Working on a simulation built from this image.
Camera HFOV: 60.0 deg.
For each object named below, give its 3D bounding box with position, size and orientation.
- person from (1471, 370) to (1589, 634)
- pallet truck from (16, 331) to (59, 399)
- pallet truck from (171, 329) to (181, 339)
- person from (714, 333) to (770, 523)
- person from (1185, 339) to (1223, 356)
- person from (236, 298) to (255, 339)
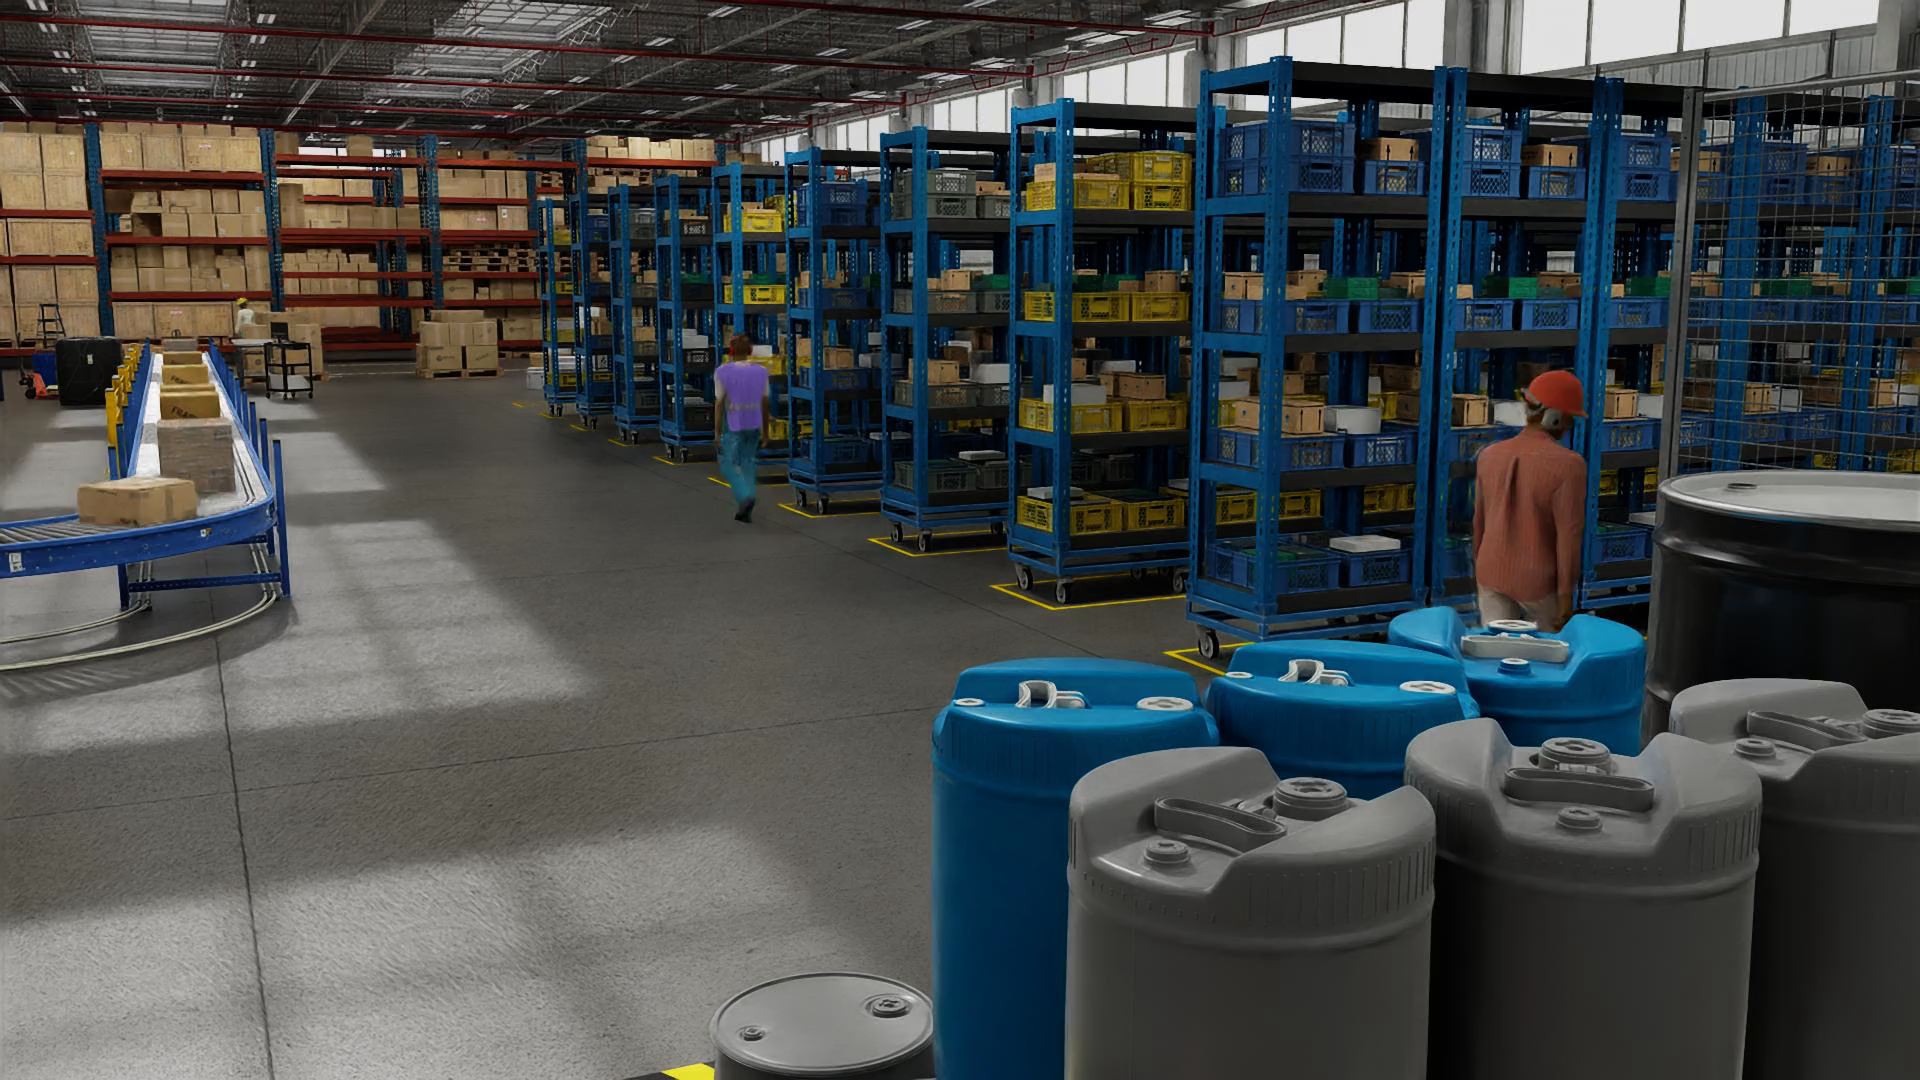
[{"bbox_3d":[2.719,0.181,7.834,0.827,1.944,0.651,-7,11,-36],"label":"person"},{"bbox_3d":[-17.082,-3.353,31.781,1.630,1.274,0.653,-4,10,-25],"label":"pallet truck"},{"bbox_3d":[-17.275,-3.851,35.096,1.601,1.201,0.680,0,9,1],"label":"pallet truck"},{"bbox_3d":[-2.082,-1.055,15.875,0.595,1.826,0.446,-6,11,-31],"label":"person"},{"bbox_3d":[3.319,-2.175,22.954,0.616,1.782,0.885,4,10,22],"label":"person"},{"bbox_3d":[-18.407,-5.375,42.939,0.435,1.747,0.562,3,10,18],"label":"person"}]
